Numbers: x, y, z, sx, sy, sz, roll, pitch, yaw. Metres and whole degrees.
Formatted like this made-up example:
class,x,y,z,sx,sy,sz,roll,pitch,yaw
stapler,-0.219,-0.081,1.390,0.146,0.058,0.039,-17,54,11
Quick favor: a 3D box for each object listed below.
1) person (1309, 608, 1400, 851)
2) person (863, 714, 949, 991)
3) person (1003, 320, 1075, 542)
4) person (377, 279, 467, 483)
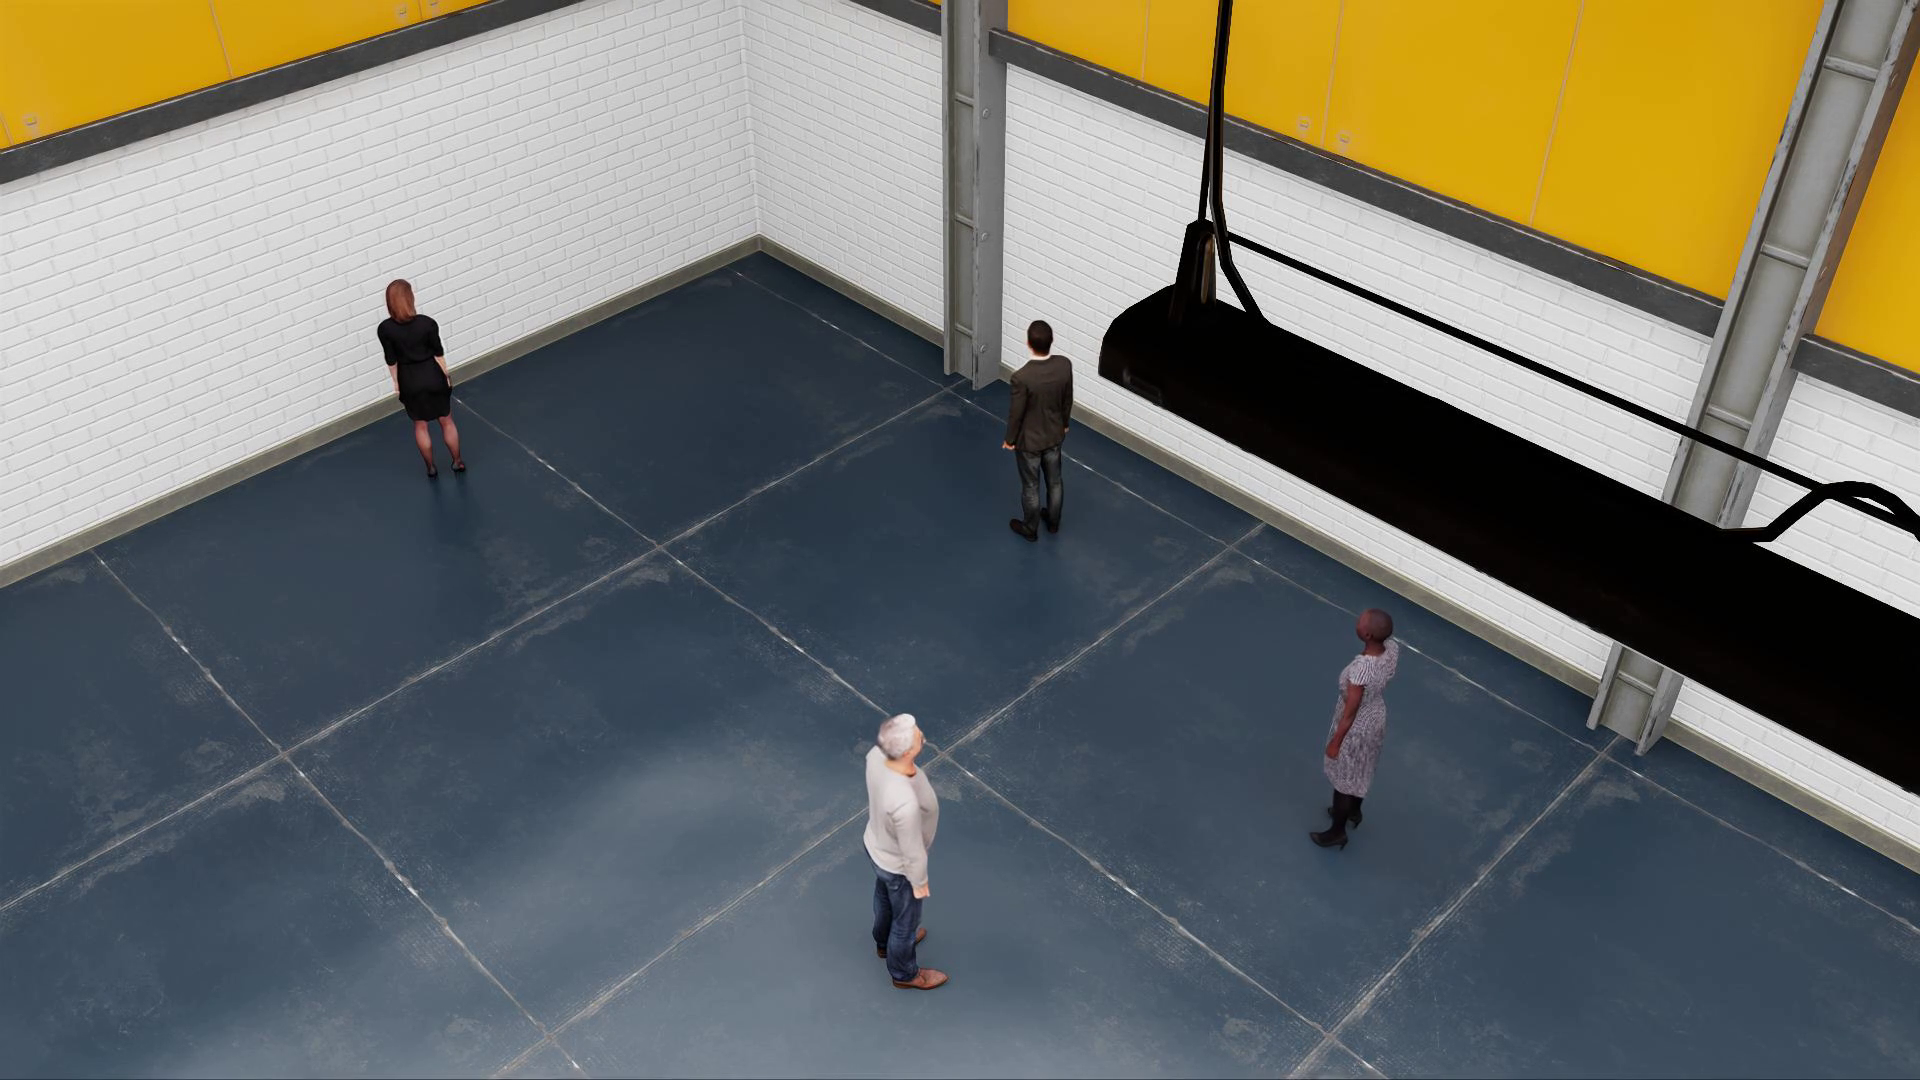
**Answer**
class,x,y,z,sx,sy,sz,roll,pitch,yaw
person,2.297,1.097,9.608,0.539,1.789,0.626,28,46,30
person,-0.322,1.652,8.815,0.887,1.911,0.739,-12,40,-15
person,0.576,-0.779,11.949,0.732,1.800,0.639,-19,43,-23
person,-4.052,-1.186,12.536,0.661,1.703,0.673,-8,39,-10
